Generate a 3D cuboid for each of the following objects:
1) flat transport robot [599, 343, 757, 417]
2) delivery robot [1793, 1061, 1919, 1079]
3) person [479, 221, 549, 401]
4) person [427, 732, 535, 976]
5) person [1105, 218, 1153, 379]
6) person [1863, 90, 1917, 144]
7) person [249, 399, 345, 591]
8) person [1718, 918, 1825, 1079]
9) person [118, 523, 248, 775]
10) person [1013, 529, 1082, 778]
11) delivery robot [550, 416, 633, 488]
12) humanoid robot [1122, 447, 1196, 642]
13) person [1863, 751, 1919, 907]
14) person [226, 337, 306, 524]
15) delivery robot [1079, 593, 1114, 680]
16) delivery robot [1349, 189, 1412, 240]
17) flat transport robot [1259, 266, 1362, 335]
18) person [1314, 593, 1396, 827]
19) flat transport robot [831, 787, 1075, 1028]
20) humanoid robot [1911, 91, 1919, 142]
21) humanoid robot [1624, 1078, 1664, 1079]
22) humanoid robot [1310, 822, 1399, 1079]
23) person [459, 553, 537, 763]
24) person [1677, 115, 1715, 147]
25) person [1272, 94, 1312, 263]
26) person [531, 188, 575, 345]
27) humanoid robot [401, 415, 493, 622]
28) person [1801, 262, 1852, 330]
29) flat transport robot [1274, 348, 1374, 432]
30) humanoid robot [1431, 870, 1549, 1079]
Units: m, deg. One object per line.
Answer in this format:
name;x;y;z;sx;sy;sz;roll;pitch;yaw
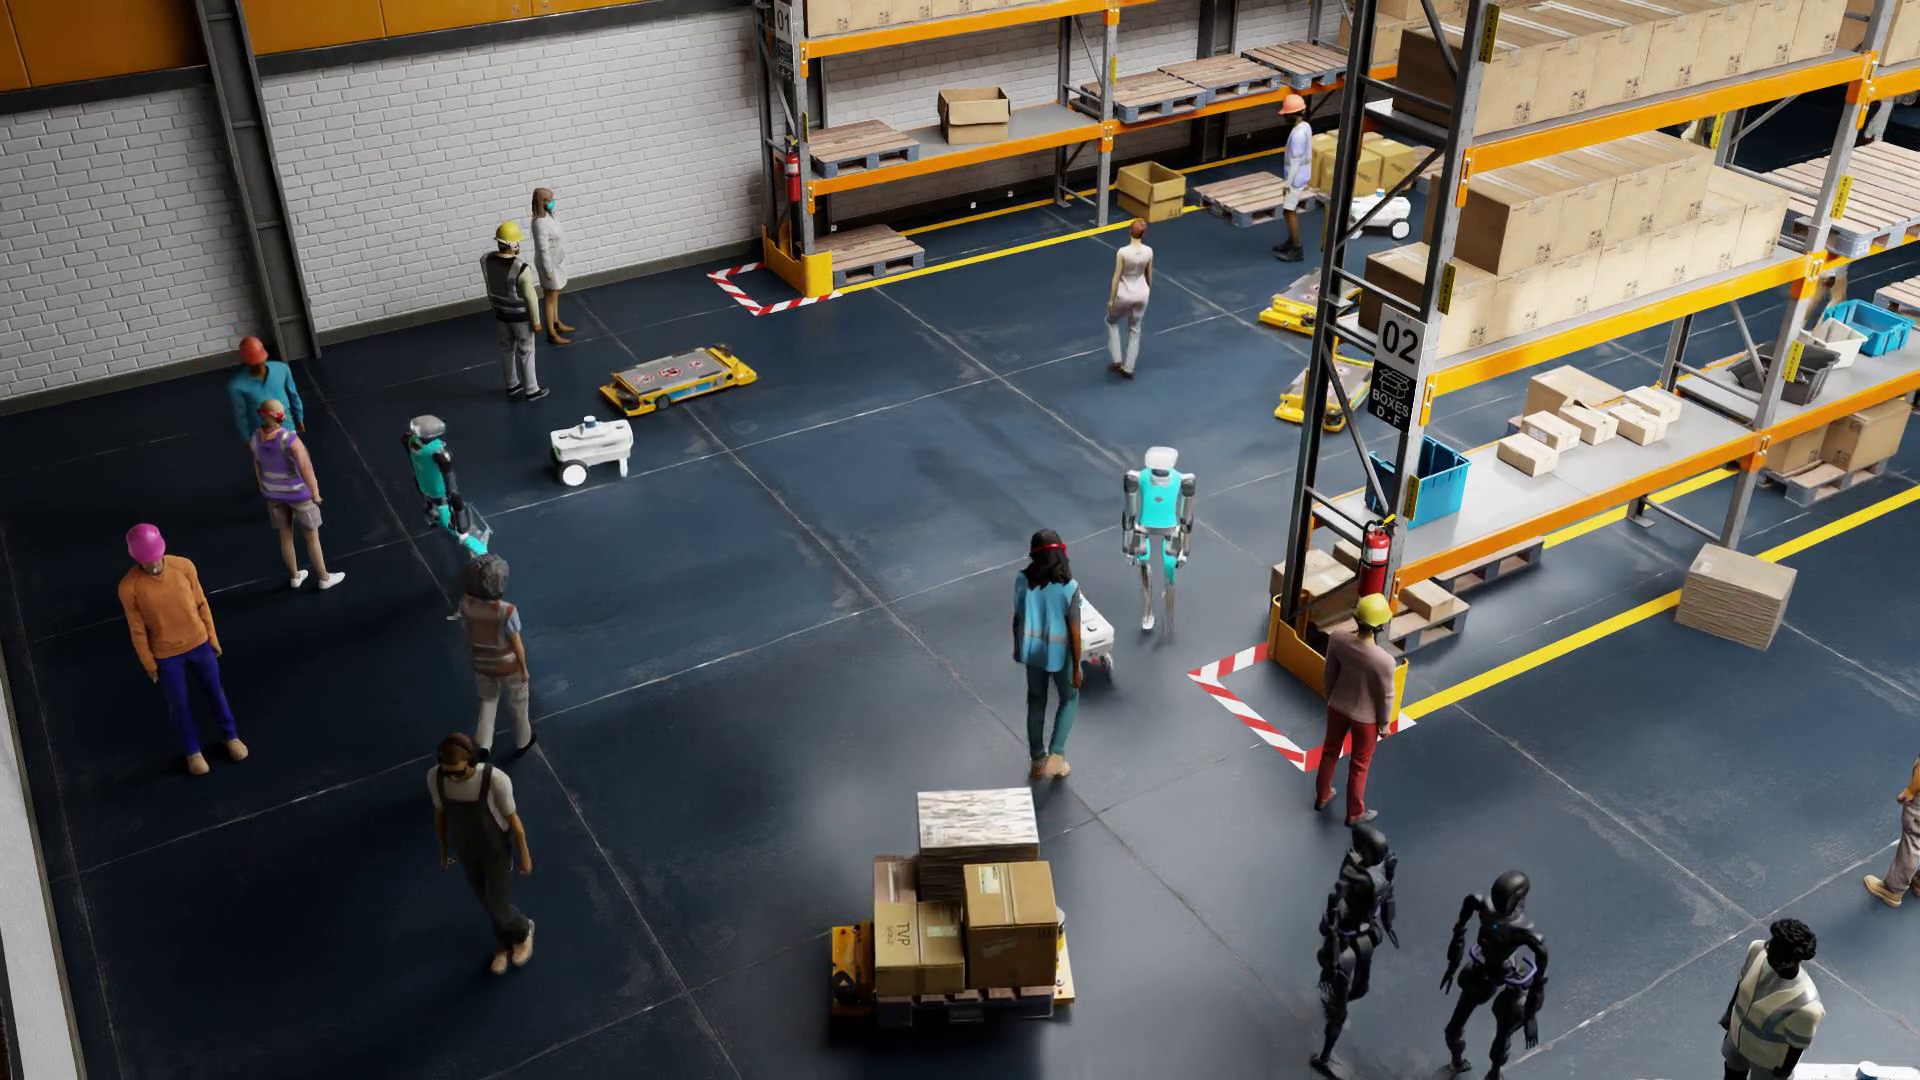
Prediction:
flat transport robot;-2.822;-1.607;16.647;1.431;0.231;0.659;-20;37;-29
delivery robot;4.792;3.046;8.954;0.774;0.592;0.499;1;32;2
person;-4.315;-2.214;16.162;0.599;1.818;0.403;16;35;24
person;-2.787;1.834;9.695;0.557;1.820;0.429;7;33;11
person;1.685;-2.419;16.637;0.482;1.638;0.426;-10;34;-16
person;12.682;-6.131;22.440;0.533;1.790;0.825;-10;33;-15
person;-5.351;-0.349;13.301;0.482;1.689;0.348;6;33;10
person;4.137;2.601;8.599;0.320;1.693;0.534;-7;33;-11
person;-5.325;0.724;11.330;0.517;1.974;0.398;-25;40;-34
person;0.604;0.795;11.344;0.567;1.833;0.518;14;35;21
delivery robot;-3.364;-0.836;15.146;0.764;0.592;0.523;-12;34;-18
humanoid robot;1.505;-0.009;12.759;0.530;1.819;0.758;4;32;6
person;6.020;1.513;10.252;0.470;1.774;0.323;-8;33;-12
person;-5.952;-1.011;14.318;0.571;1.732;0.603;-28;41;-37
delivery robot;0.879;0.670;12.738;0.499;0.587;0.769;-14;35;-21
delivery robot;5.062;-3.946;20.102;0.784;0.589;0.499;-1;32;-2
flat transport robot;3.931;-2.645;18.303;0.659;0.231;1.431;22;38;31
person;2.603;1.104;10.913;0.312;1.769;0.523;-26;41;-35
flat transport robot;-0.056;2.534;10.043;1.431;0.231;0.659;-2;32;-3
humanoid robot;13.439;-6.288;22.773;0.599;1.657;0.315;-16;36;-24
humanoid robot;3.283;3.185;7.729;0.703;1.900;0.547;-2;32;-3
humanoid robot;2.197;2.213;9.257;0.589;1.639;0.471;-24;39;-33
person;-3.189;0.856;11.389;0.452;1.670;0.537;5;32;8
person;9.111;-5.205;20.932;0.907;1.804;0.596;14;35;22
person;3.866;-4.177;19.199;0.504;1.908;0.615;9;33;14
person;-4.254;-2.873;17.353;0.337;1.658;0.497;0;32;0
humanoid robot;-3.917;-0.236;13.082;0.548;1.776;0.809;24;39;33
person;9.055;-2.843;17.260;0.569;1.702;0.582;-1;32;-2
flat transport robot;3.681;-1.497;16.471;0.659;0.231;1.431;17;36;25
humanoid robot;2.899;2.393;8.942;0.375;1.646;0.603;-23;39;-32
